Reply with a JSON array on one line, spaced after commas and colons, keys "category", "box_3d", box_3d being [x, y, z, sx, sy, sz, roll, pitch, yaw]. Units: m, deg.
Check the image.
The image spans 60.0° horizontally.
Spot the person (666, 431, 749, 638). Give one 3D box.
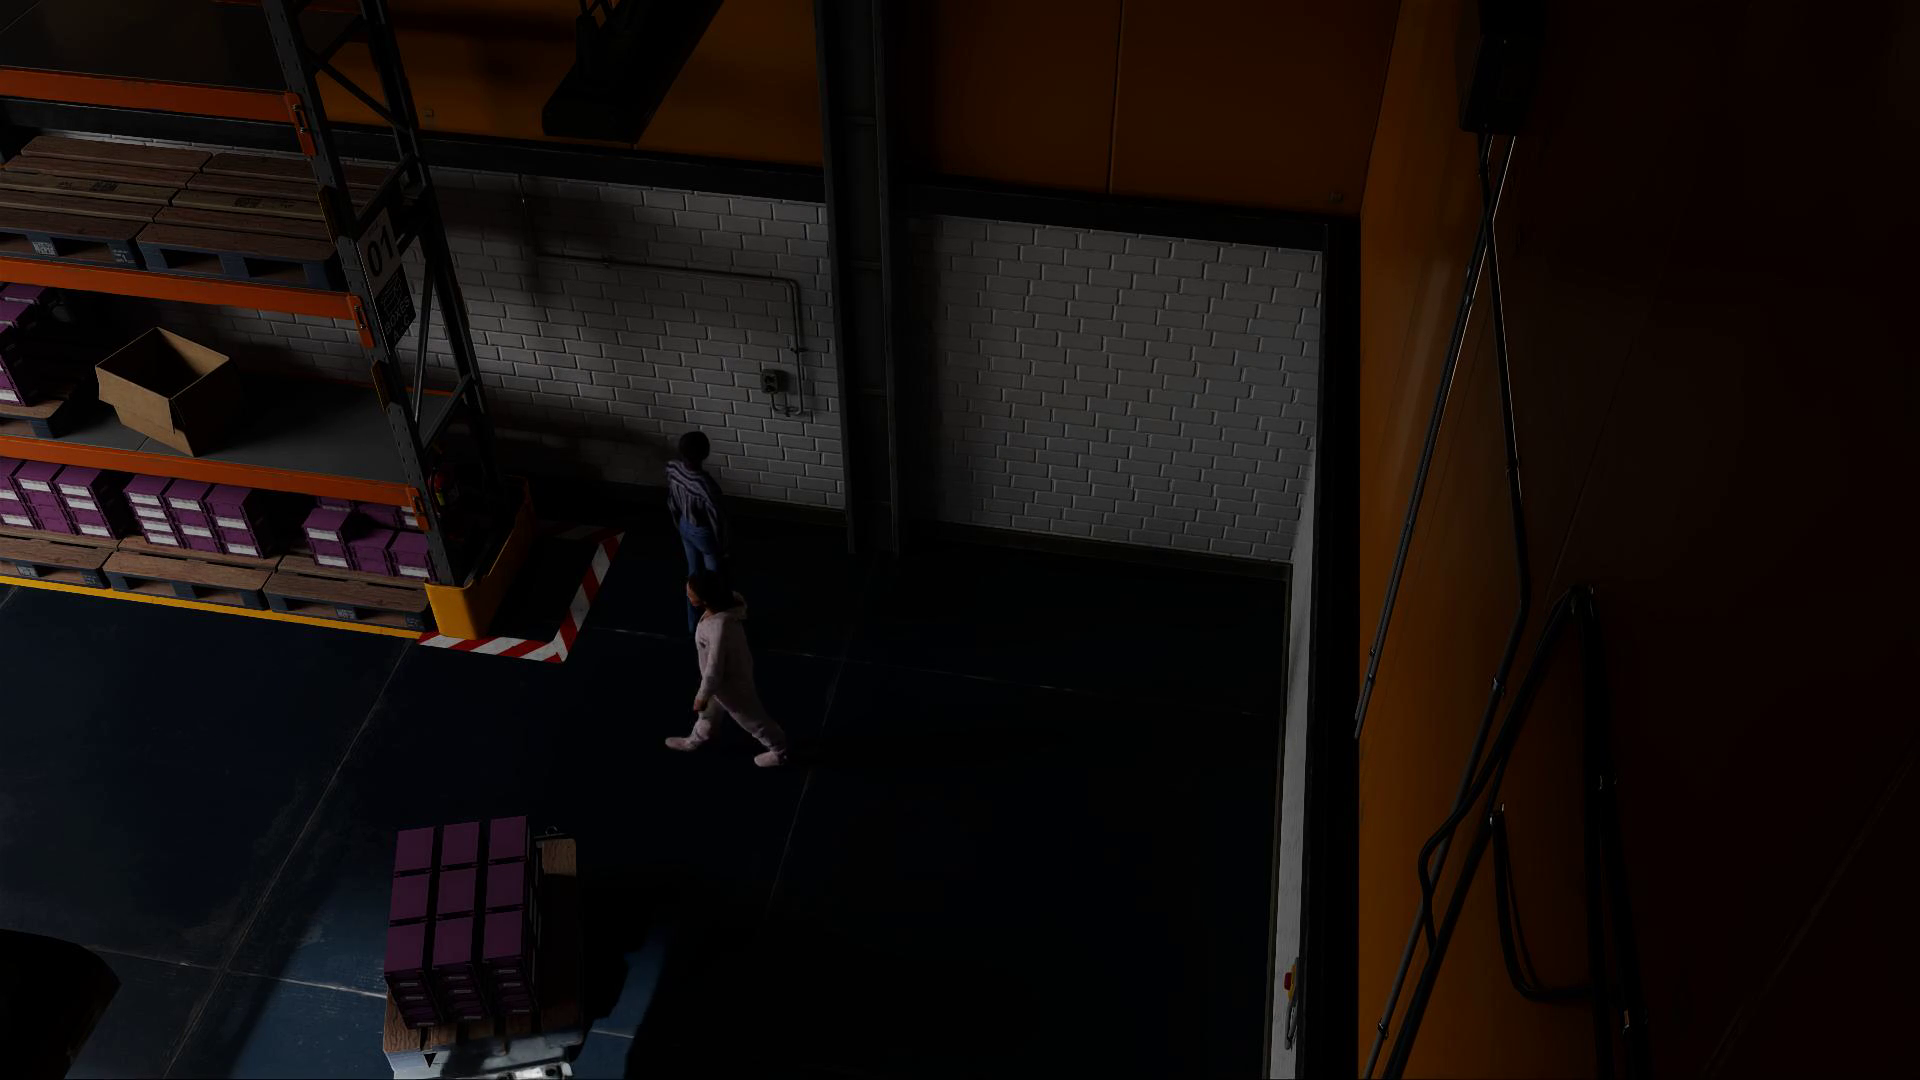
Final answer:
[{"category": "person", "box_3d": [-1.693, -0.003, 10.984, 0.658, 1.794, 0.779, 29, 51, 27]}]

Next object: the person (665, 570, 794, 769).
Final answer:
[{"category": "person", "box_3d": [-1.323, 0.842, 10.208, 1.114, 1.643, 0.818, -3, 44, -3]}]
